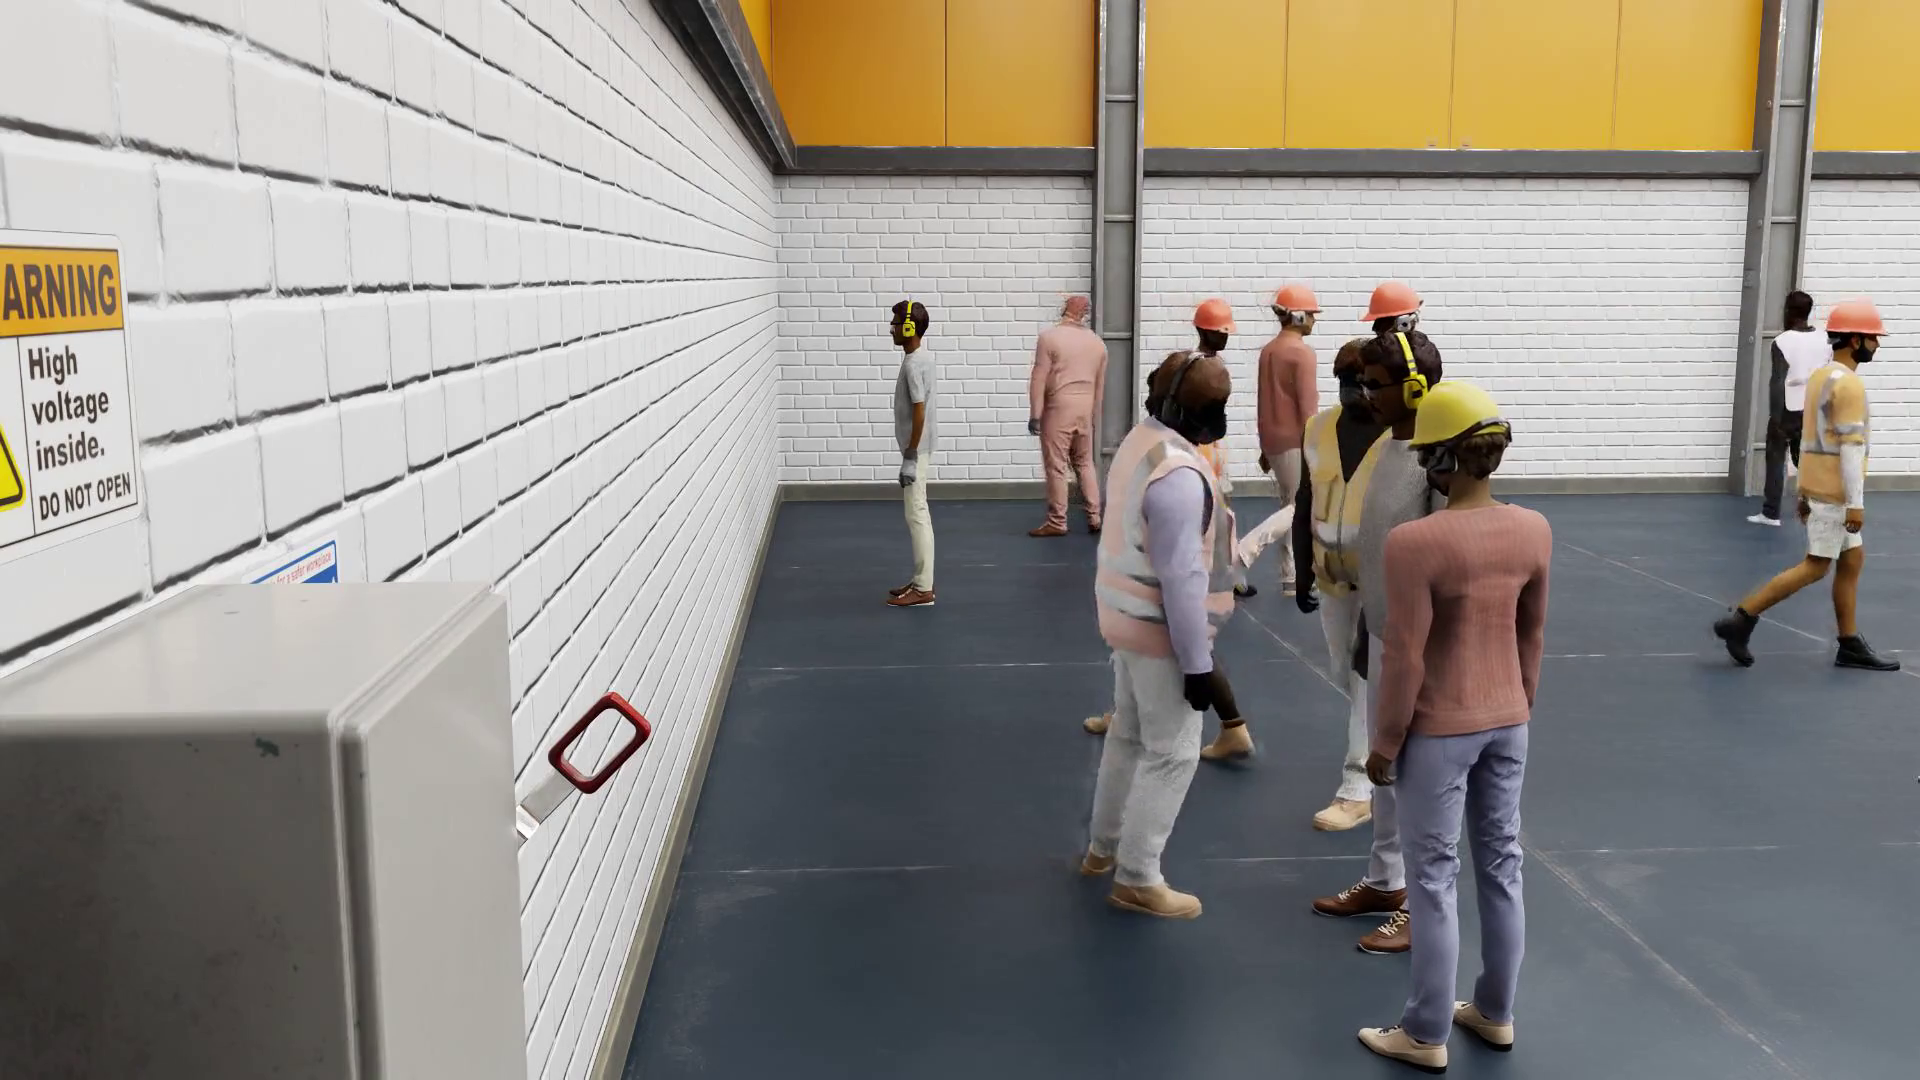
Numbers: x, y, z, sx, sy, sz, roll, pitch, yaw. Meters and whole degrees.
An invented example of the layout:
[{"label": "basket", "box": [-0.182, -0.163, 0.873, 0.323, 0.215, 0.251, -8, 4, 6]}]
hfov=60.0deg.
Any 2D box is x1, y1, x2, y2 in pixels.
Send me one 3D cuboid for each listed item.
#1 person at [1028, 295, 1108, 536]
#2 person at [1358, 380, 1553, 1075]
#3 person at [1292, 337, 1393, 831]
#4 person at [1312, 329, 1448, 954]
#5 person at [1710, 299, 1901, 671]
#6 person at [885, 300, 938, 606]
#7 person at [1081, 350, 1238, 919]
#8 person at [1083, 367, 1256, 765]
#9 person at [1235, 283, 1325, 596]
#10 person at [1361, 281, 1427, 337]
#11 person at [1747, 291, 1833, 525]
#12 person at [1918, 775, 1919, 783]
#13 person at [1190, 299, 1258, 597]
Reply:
[{"label": "person", "box": [0.837, -0.944, 12.859, 0.709, 1.867, 0.439, -7, 12, -38]}, {"label": "person", "box": [1.258, 0.475, 4.250, 0.522, 1.764, 0.318, -5, 10, -27]}, {"label": "person", "box": [1.584, 0.134, 6.272, 0.660, 1.809, 0.803, 9, 13, 44]}, {"label": "person", "box": [1.316, 0.305, 4.999, 0.326, 1.865, 0.519, -2, 9, -11]}, {"label": "person", "box": [4.353, -0.268, 8.470, 0.876, 1.915, 0.555, 2, 9, 15]}, {"label": "person", "box": [-0.300, -0.528, 10.208, 0.320, 1.871, 0.533, 1, 9, 3]}, {"label": "person", "box": [0.638, 0.295, 5.284, 0.432, 1.799, 0.780, -1, 9, -7]}, {"label": "person", "box": [0.903, 0.099, 6.964, 0.866, 1.655, 0.539, 6, 11, 33]}, {"label": "person", "box": [1.979, -0.600, 10.335, 0.707, 1.977, 0.632, -2, 9, -13]}, {"label": "person", "box": [2.280, -0.359, 8.771, 0.385, 1.990, 0.608, 0, 9, 1]}, {"label": "person", "box": [6.694, -1.030, 13.257, 0.600, 1.904, 0.714, -3, 10, -19]}, {"label": "person", "box": [3.991, 0.199, 6.371, 0.548, 1.625, 0.479, -1, 9, -7]}, {"label": "person", "box": [1.452, -0.598, 10.640, 0.972, 1.888, 0.594, 8, 12, 40]}]
